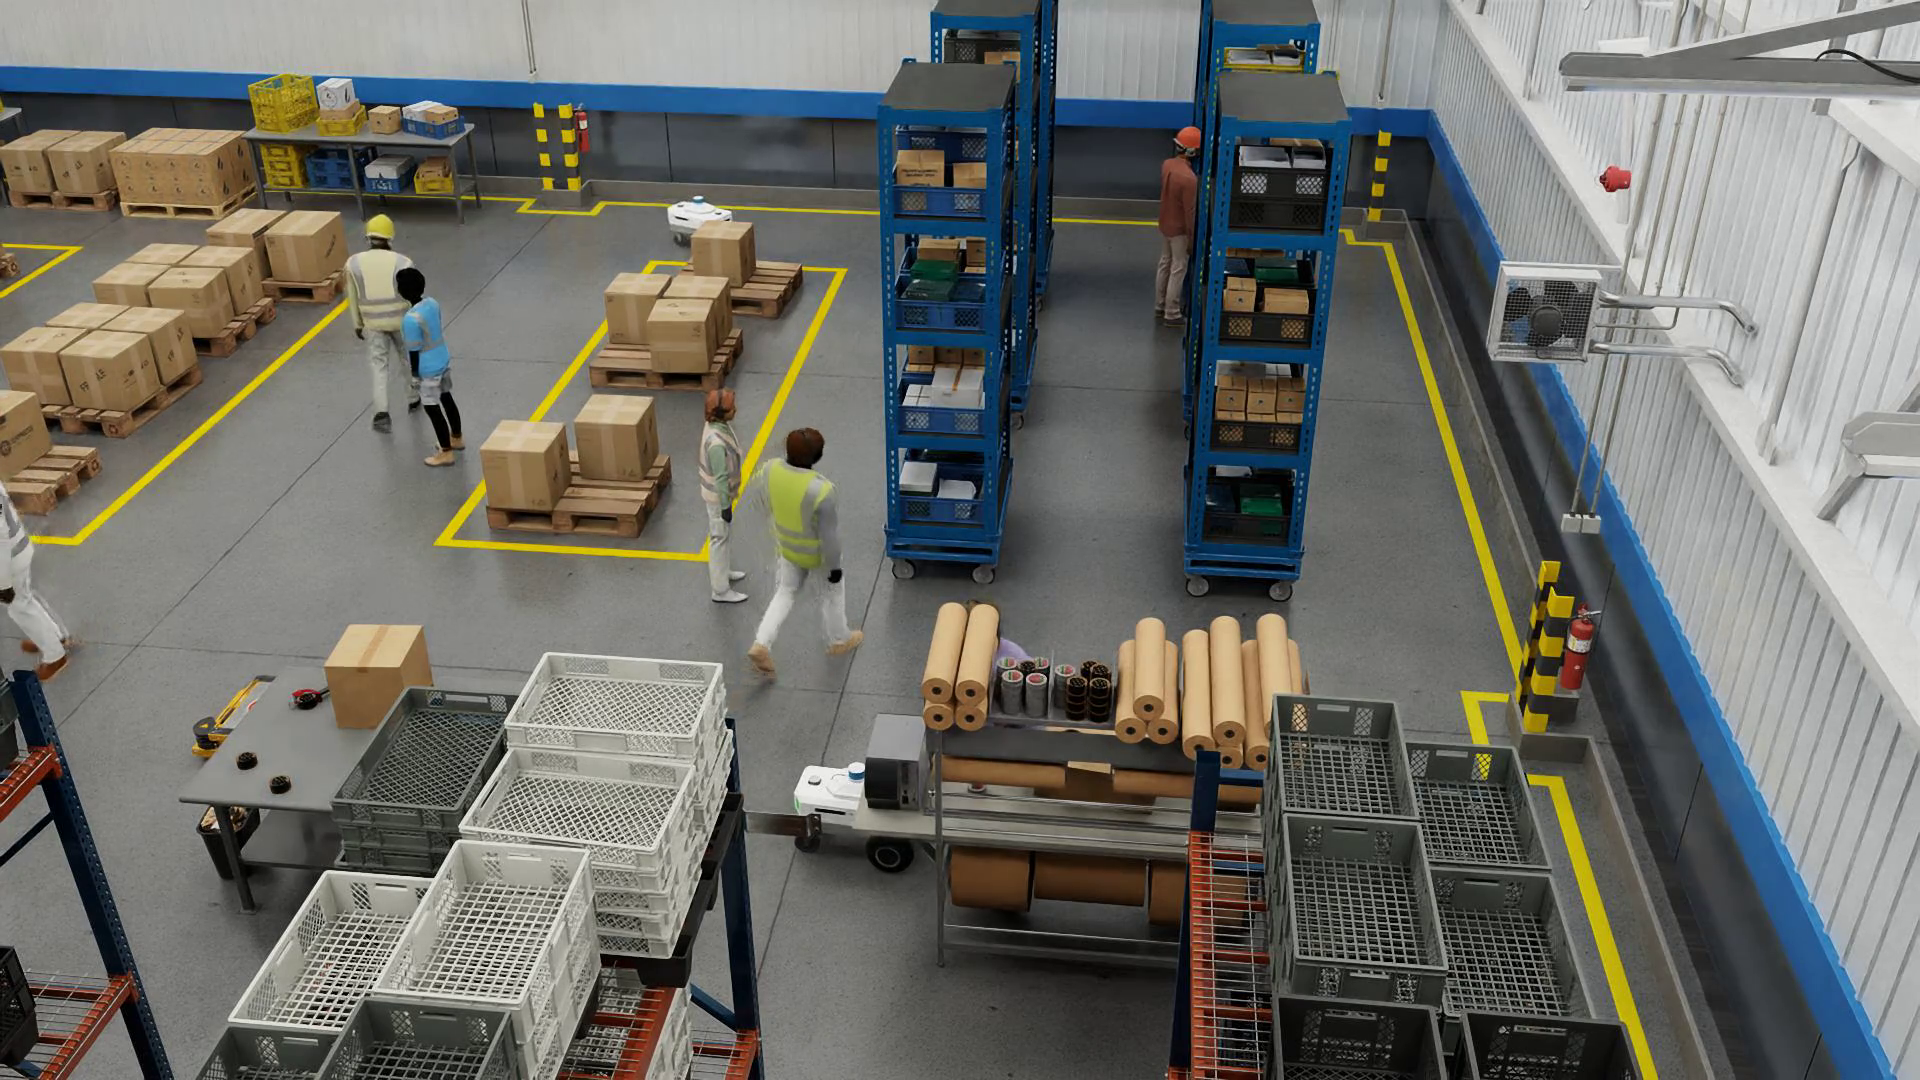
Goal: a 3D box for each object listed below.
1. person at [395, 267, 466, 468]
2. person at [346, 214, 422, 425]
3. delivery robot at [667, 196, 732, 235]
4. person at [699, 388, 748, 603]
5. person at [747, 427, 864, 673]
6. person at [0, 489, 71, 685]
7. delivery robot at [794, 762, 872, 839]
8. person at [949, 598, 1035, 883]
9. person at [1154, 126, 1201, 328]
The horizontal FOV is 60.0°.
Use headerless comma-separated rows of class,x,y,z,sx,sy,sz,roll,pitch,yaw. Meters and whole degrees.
person,-4.377,-1.435,13.711,0.322,1.690,0.533,2,30,4
person,-4.951,-1.883,14.395,0.612,1.791,0.720,-5,31,-8
delivery robot,-2.878,-3.551,18.376,0.707,0.478,0.477,16,34,25
person,-1.691,-0.329,11.871,0.318,1.630,0.510,-4,30,-7
person,-1.042,0.068,11.022,0.637,1.807,0.856,21,36,32
person,-6.241,0.120,10.884,0.444,1.848,0.646,-23,37,-34
delivery robot,-0.594,1.514,9.675,0.707,0.478,0.477,6,31,10
person,0.142,1.124,9.085,0.630,1.930,0.380,19,35,30
person,2.140,-3.042,16.185,0.413,1.984,0.624,-10,32,-17
